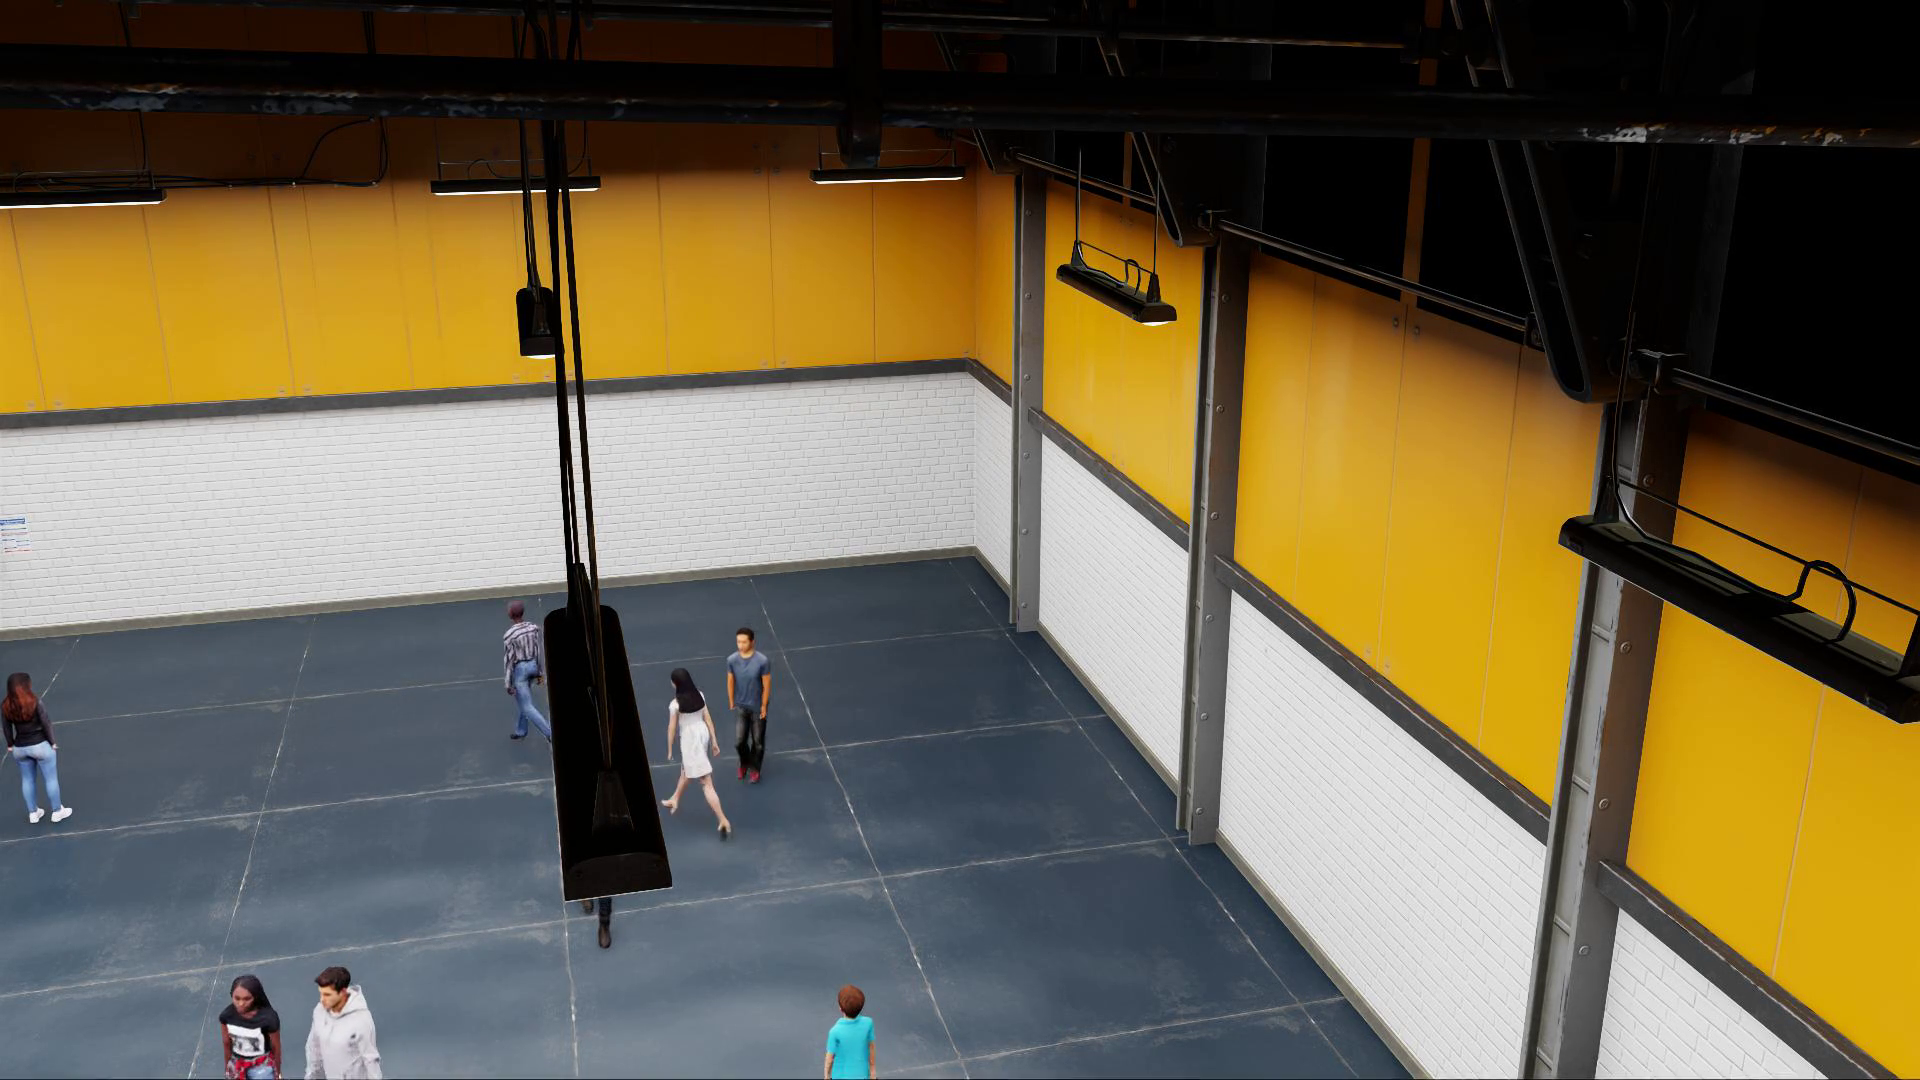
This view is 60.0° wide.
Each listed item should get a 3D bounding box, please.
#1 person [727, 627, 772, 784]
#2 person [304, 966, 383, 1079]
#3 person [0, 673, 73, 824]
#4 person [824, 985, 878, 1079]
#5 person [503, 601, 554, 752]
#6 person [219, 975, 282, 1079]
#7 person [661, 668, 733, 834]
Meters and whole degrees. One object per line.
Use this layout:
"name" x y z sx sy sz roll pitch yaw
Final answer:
"person" -2.235 1.747 17.966 0.739 1.793 0.749 2 19 6
"person" -4.228 3.781 11.743 0.942 1.909 1.001 11 21 29
"person" -9.526 2.128 17.085 0.688 1.632 0.638 0 19 -1
"person" -0.768 3.925 12.083 0.702 1.419 0.992 -11 21 -29
"person" -4.798 1.563 18.565 1.183 1.759 1.107 11 21 29
"person" -5.012 3.817 11.962 0.759 1.702 0.866 3 19 9
"person" -2.615 2.182 16.820 1.029 1.699 1.266 -16 24 -39
